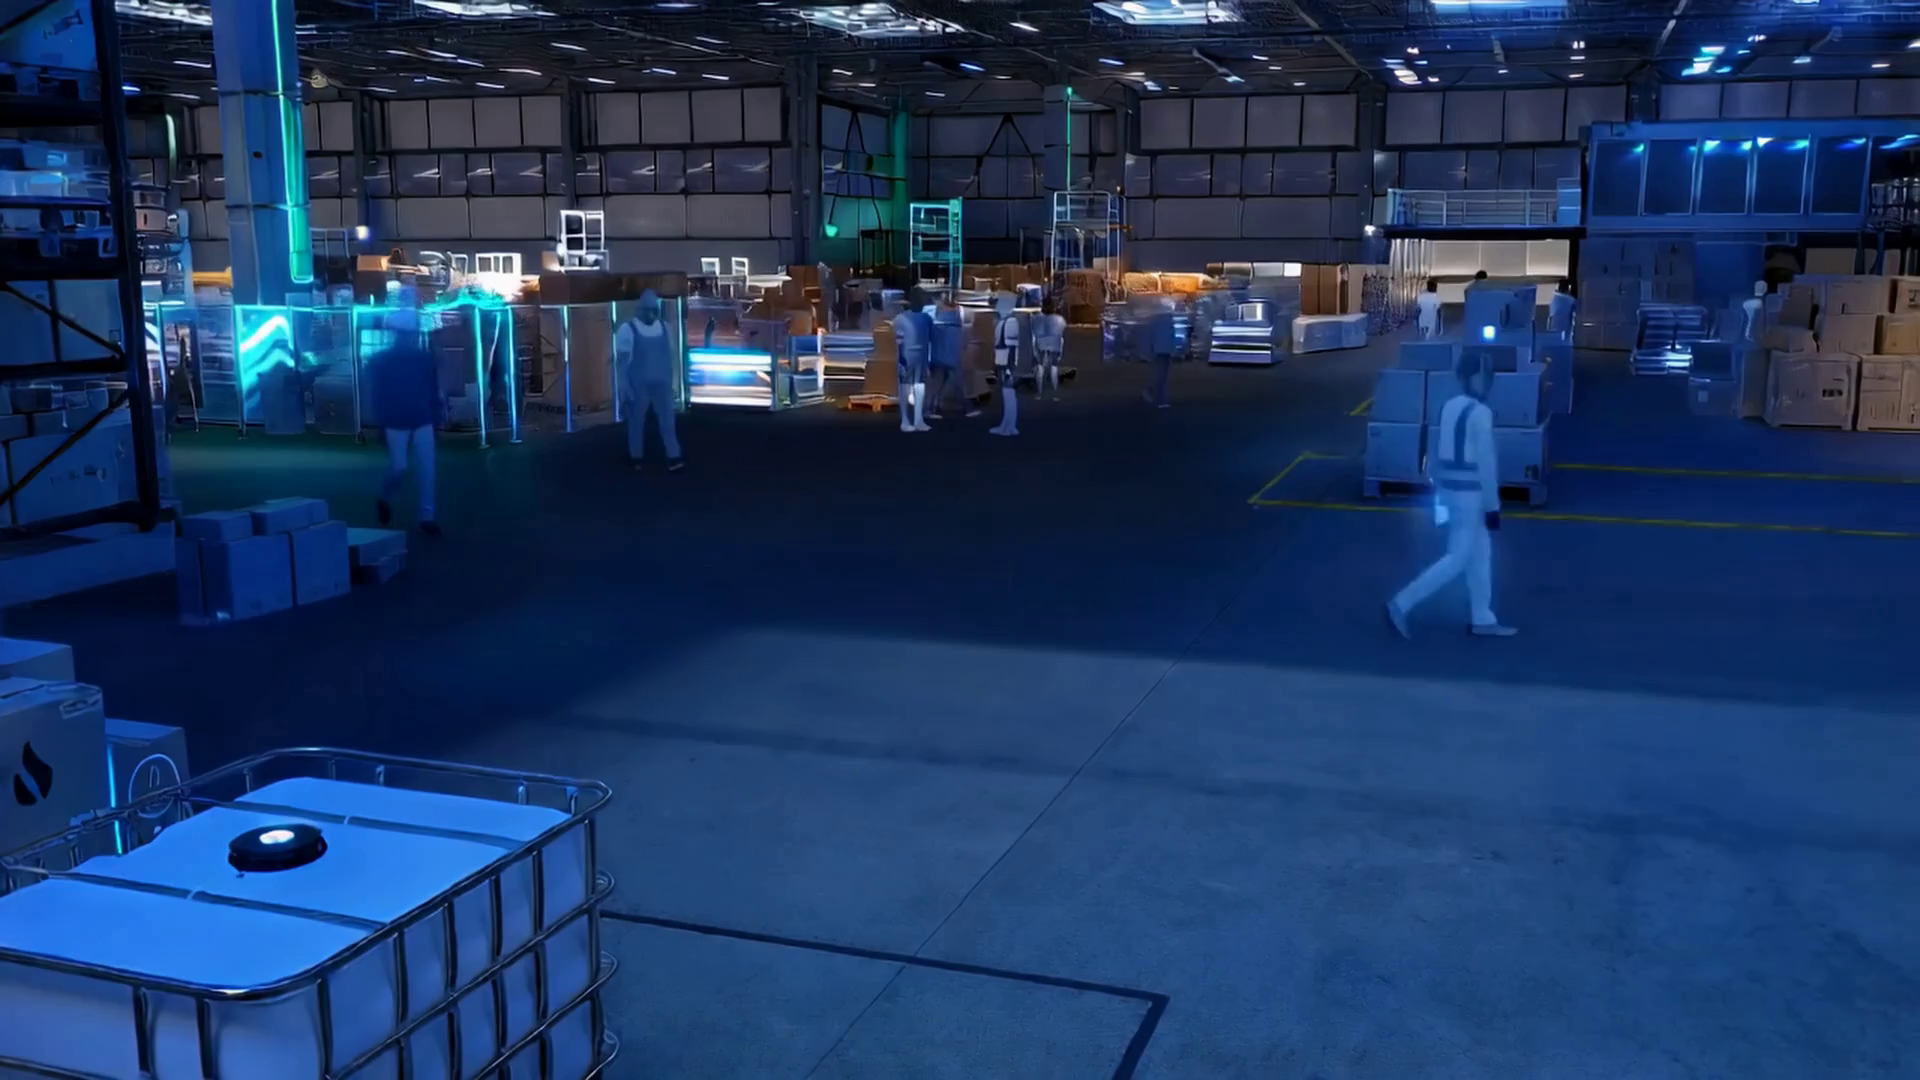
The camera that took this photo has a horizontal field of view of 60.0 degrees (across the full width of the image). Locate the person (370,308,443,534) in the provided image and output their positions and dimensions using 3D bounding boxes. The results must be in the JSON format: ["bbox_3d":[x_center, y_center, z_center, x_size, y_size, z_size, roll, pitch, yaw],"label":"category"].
[{"bbox_3d":[-4.857,-1.043,14.528,0.625,1.975,0.742,-9,13,-41],"label":"person"}]

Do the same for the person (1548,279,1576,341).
[{"bbox_3d":[11.237,-3.945,31.123,0.513,1.876,0.328,0,10,-2],"label":"person"}]

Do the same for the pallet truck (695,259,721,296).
[{"bbox_3d":[-9.165,-9.627,62.776,0.823,1.965,1.885,4,11,23],"label":"pallet truck"}]

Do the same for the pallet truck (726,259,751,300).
[{"bbox_3d":[-7.986,-9.493,62.019,0.823,1.965,1.885,3,11,17],"label":"pallet truck"}]

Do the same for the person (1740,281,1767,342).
[{"bbox_3d":[13.180,-3.317,27.472,0.587,1.916,0.392,1,10,4],"label":"person"}]

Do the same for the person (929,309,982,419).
[{"bbox_3d":[-0.103,-2.535,23.982,0.860,1.581,0.509,-7,12,-36],"label":"person"}]

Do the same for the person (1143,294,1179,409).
[{"bbox_3d":[3.105,-2.872,25.427,0.400,1.755,0.530,-5,11,-28],"label":"person"}]

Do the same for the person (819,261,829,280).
[{"bbox_3d":[-5.072,-9.240,60.887,0.443,1.889,0.656,-7,12,-35],"label":"person"}]

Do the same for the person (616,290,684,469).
[{"bbox_3d":[-3.445,-1.789,18.511,0.691,2.000,0.952,-5,11,-28],"label":"person"}]

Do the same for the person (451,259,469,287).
[{"bbox_3d":[-16.490,-8.221,54.749,0.609,2.036,0.402,0,10,2],"label":"person"}]

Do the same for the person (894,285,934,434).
[{"bbox_3d":[-0.598,-2.406,22.195,0.607,1.966,0.367,-10,14,-43],"label":"person"}]

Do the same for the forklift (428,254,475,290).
[{"bbox_3d":[-20.133,-10.254,65.465,1.157,1.987,2.680,3,11,19],"label":"forklift"}]

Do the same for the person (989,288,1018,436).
[{"bbox_3d":[0.572,-2.335,21.882,0.369,1.933,0.551,-3,10,-14],"label":"person"}]

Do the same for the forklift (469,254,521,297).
[{"bbox_3d":[-17.990,-10.121,64.684,1.157,1.987,2.680,3,11,17],"label":"forklift"}]

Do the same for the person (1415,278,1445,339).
[{"bbox_3d":[9.328,-4.252,32.927,0.552,1.844,0.651,8,13,37],"label":"person"}]

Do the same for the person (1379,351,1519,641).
[{"bbox_3d":[3.106,-0.258,10.438,0.874,1.858,0.573,0,10,0],"label":"person"}]

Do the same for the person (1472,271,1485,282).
[{"bbox_3d":[11.562,-5.035,37.128,0.383,1.929,0.539,4,11,20],"label":"person"}]

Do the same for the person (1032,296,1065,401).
[{"bbox_3d":[1.416,-3.060,26.671,0.537,1.693,0.320,2,10,10],"label":"person"}]
